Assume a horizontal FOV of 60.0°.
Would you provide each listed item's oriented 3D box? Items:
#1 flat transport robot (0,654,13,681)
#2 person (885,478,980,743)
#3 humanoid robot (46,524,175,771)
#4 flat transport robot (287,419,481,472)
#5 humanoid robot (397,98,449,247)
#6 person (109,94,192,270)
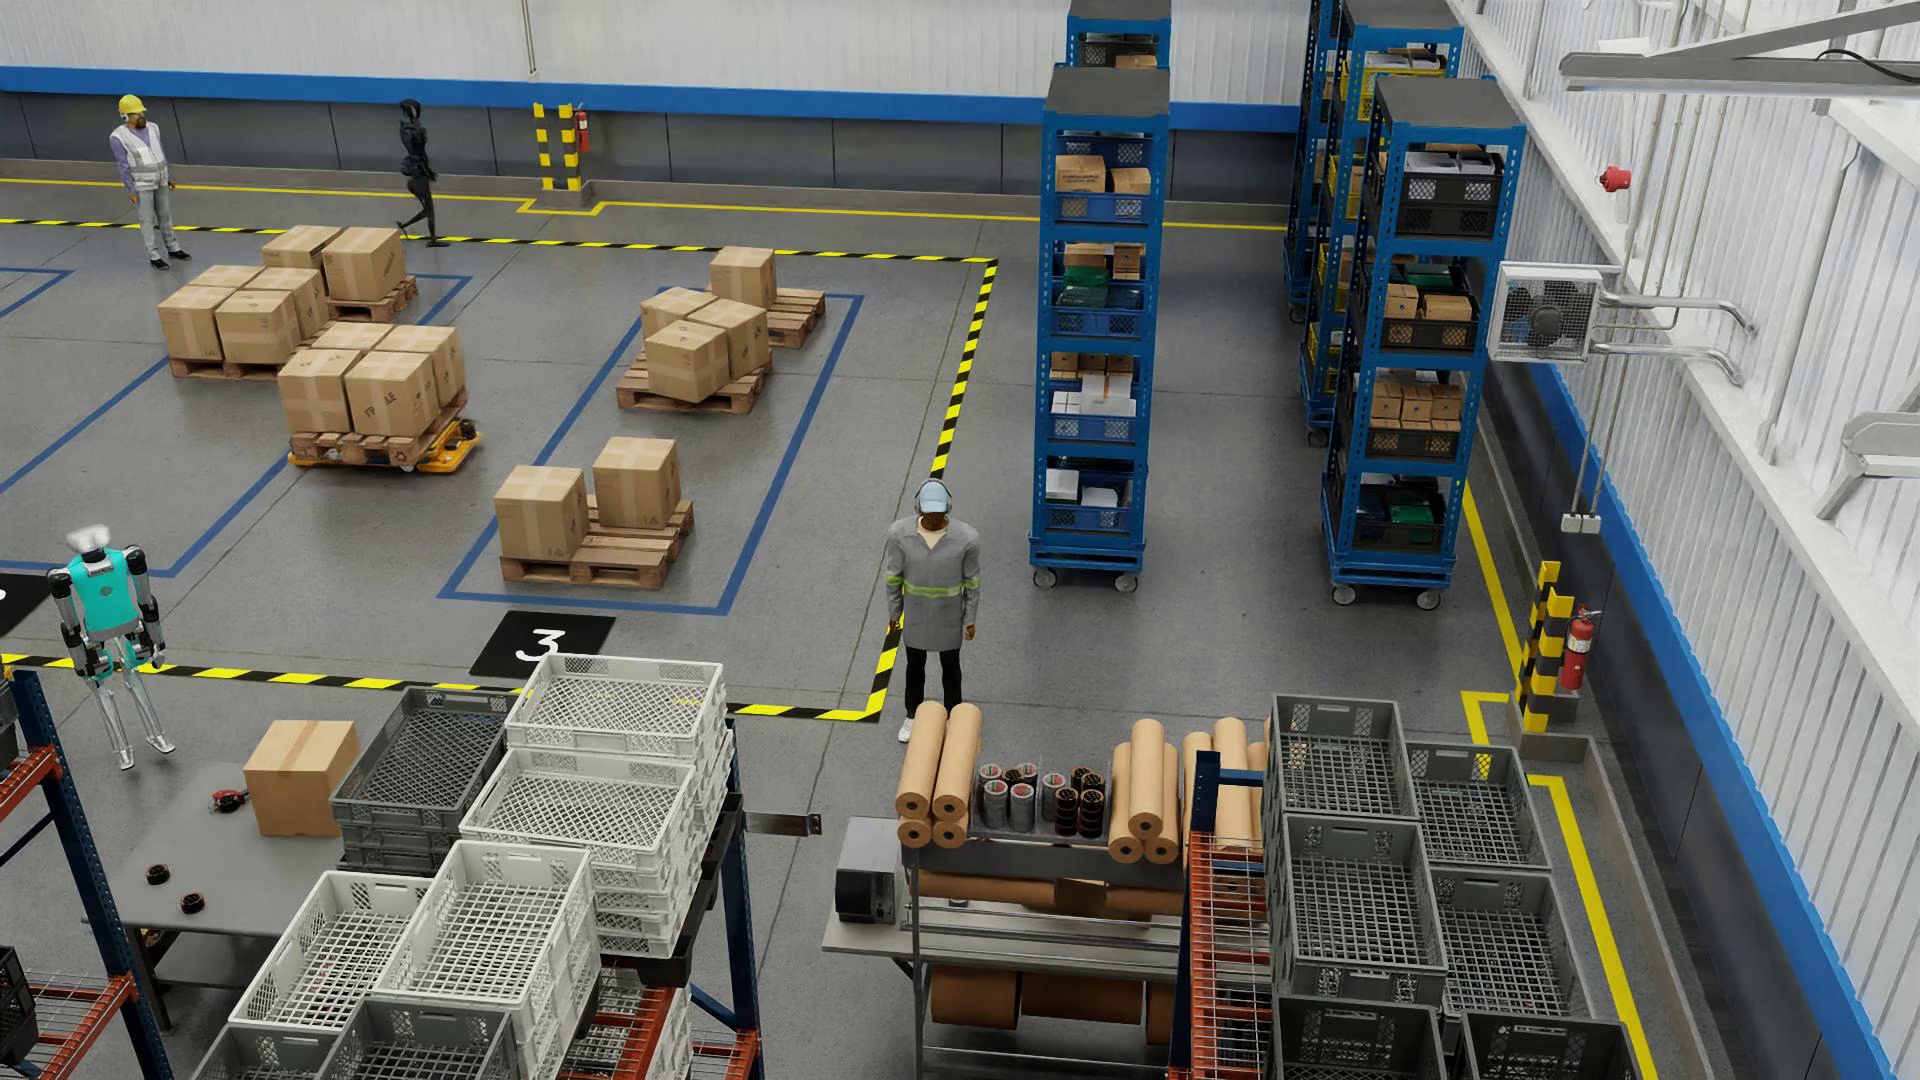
[{"bbox_3d":[-7.142,0.969,11.010,1.431,0.231,0.659,3,30,6],"label":"flat transport robot"},{"bbox_3d":[-0.171,0.452,10.323,0.588,1.852,0.371,3,30,5],"label":"person"},{"bbox_3d":[-5.159,0.576,10.088,0.533,1.681,0.735,-22,37,-33],"label":"humanoid robot"},{"bbox_3d":[-4.874,-0.839,14.087,1.431,0.197,0.652,3,30,6],"label":"flat transport robot"},{"bbox_3d":[-5.982,-3.998,18.147,0.577,1.634,0.601,-2,30,-3],"label":"humanoid robot"},{"bbox_3d":[-8.598,-3.802,17.644,0.404,1.837,0.588,13,33,21],"label":"person"}]
